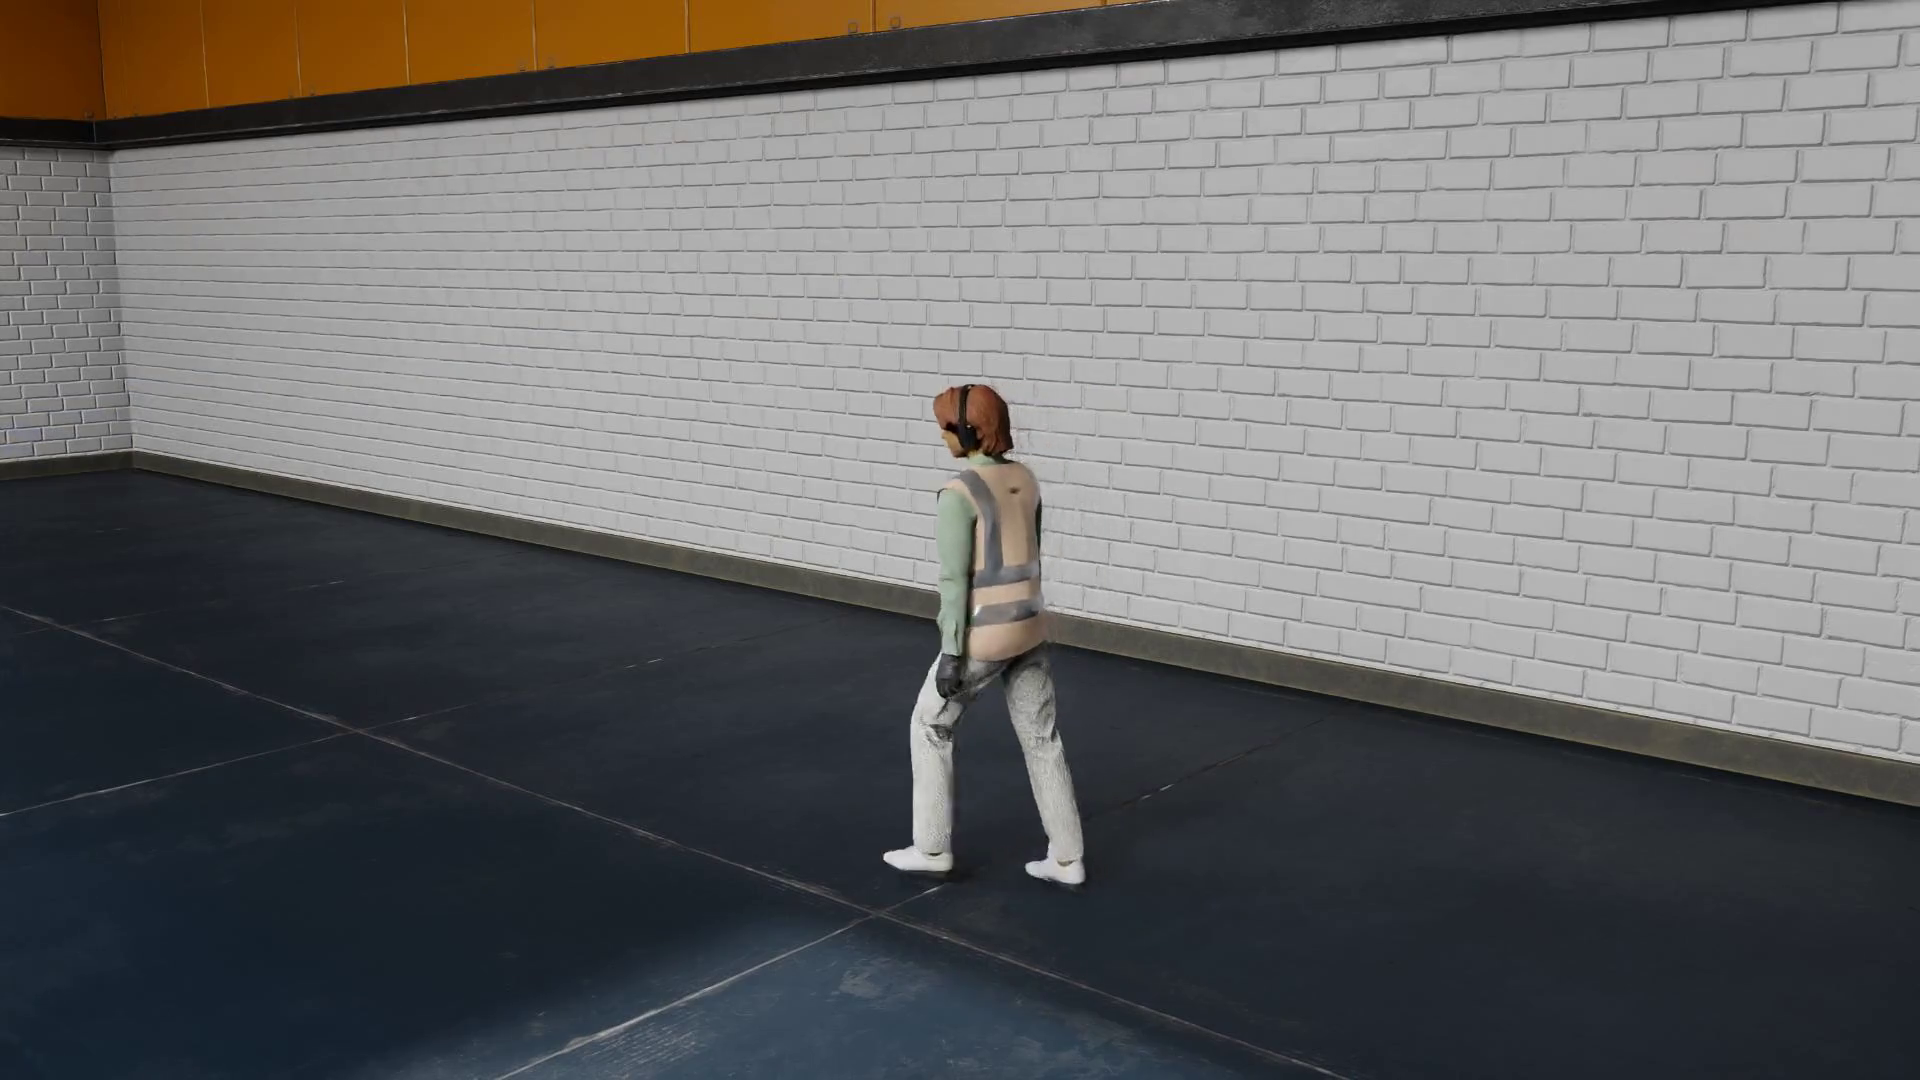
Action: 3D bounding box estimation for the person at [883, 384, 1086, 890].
[{"bbox_3d":[0.049,0.318,5.225,0.748,1.601,0.564,7,12,34],"label":"person"}]
